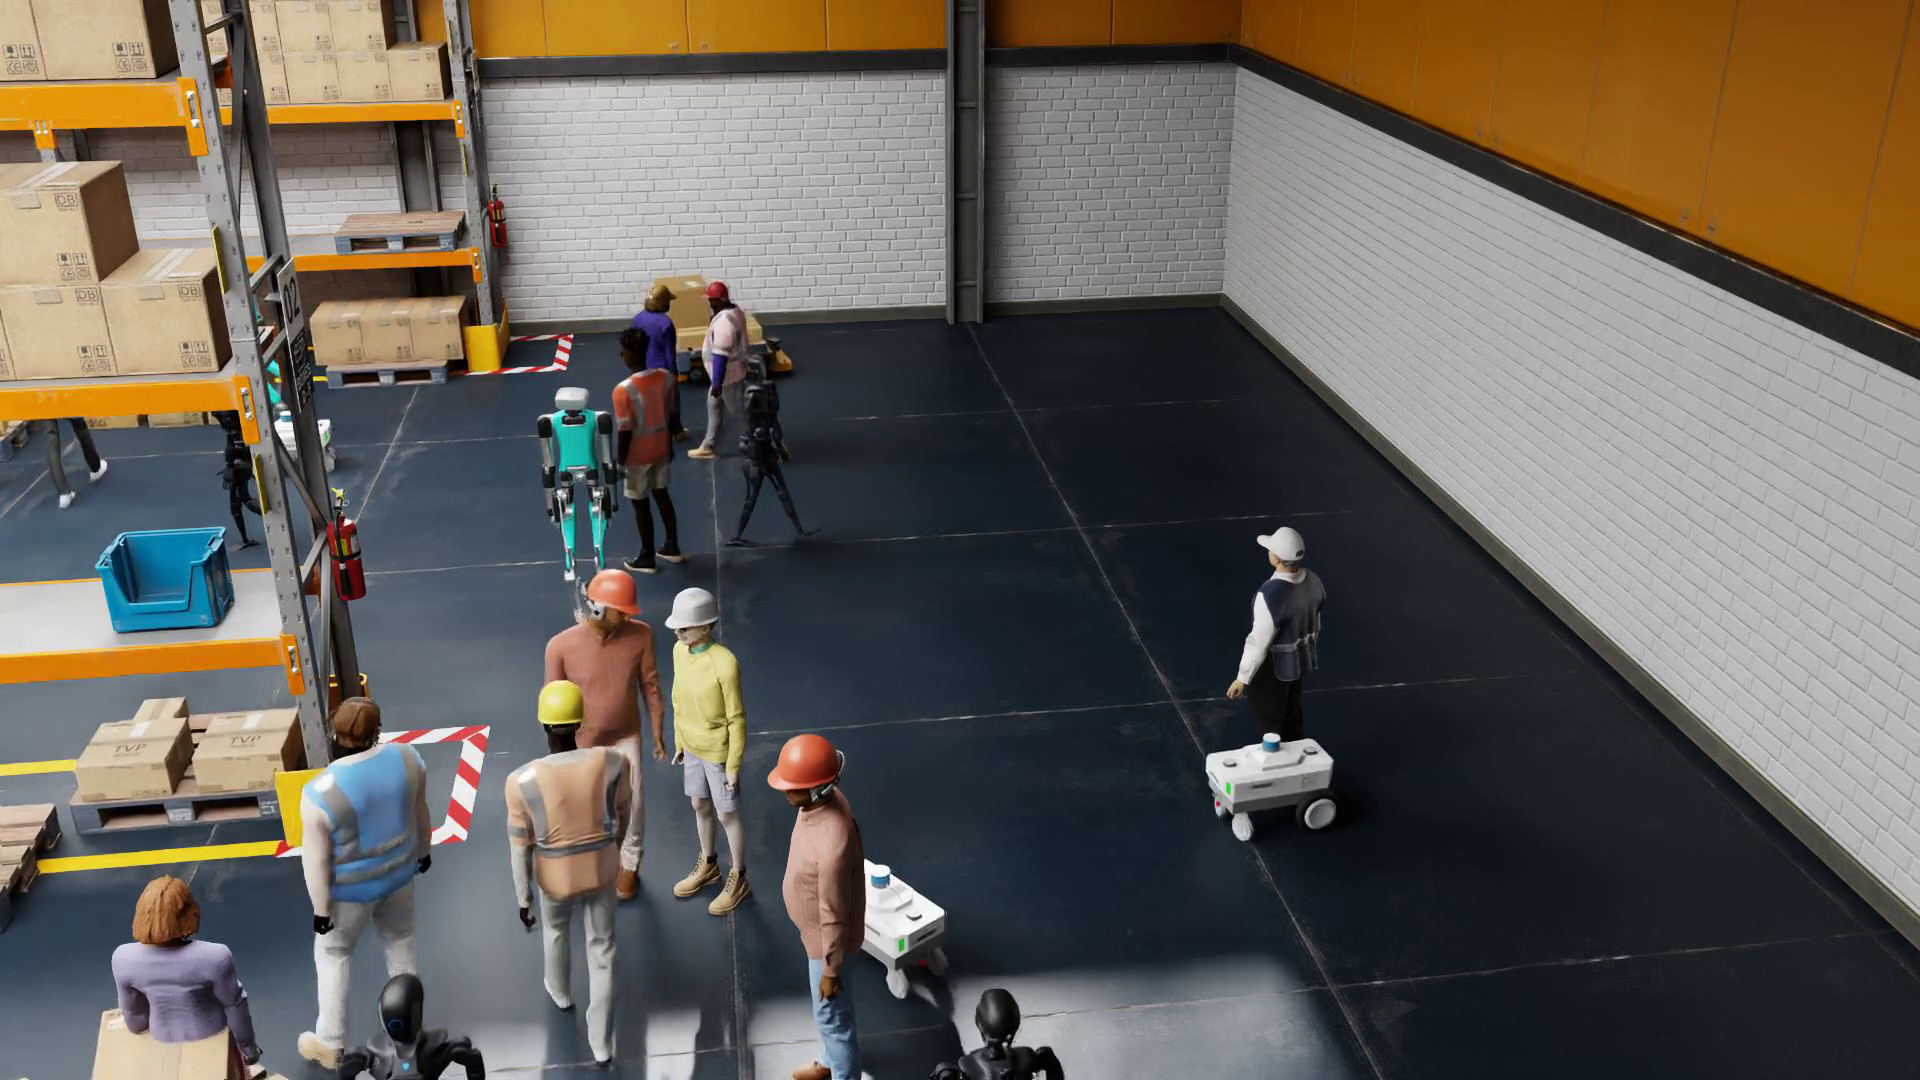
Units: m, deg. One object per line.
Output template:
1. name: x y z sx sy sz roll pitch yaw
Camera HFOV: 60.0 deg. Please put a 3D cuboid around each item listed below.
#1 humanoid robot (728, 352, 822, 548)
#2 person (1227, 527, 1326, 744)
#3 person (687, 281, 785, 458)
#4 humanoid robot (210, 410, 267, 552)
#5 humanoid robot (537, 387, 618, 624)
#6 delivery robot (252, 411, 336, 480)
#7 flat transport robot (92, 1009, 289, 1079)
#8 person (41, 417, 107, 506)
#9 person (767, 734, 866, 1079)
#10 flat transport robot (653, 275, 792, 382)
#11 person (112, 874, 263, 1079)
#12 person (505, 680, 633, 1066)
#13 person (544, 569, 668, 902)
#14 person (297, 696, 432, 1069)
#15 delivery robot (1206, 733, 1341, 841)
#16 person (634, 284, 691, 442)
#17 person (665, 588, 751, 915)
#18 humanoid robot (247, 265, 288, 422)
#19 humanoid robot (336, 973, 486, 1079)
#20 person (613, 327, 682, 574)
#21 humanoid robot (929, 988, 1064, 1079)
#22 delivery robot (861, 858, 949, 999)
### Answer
1. humanoid robot: -1.530 -0.695 13.267 0.753 1.624 0.588 7 25 15
2. person: 1.892 0.743 9.849 0.749 1.758 0.426 -22 32 -40
3. person: -2.049 -1.508 15.046 0.891 1.709 0.620 1 24 2
4. humanoid robot: -5.731 -0.698 13.266 0.497 1.640 0.611 -6 24 -13
5. humanoid robot: -2.711 -0.194 11.920 0.530 1.724 0.691 -4 24 -10
6. delivery robot: -6.066 -0.855 15.012 0.811 0.614 0.499 -7 25 -15
7. flat transport robot: -3.453 2.801 7.016 1.431 0.231 0.659 13 27 27
8. person: -7.785 -1.272 14.369 0.533 1.822 0.932 -5 24 -10
9. person: -0.612 1.724 7.342 0.402 1.986 0.617 -4 24 -9
10. flat transport robot: -2.569 -1.922 17.774 1.431 0.231 0.659 -8 25 -17
11. person: -3.167 2.103 6.905 0.503 1.632 0.282 -1 24 -2
12. person: -1.834 1.520 7.914 0.587 1.889 0.856 -8 25 -17
13. person: -1.901 1.053 8.926 0.630 1.953 0.432 -13 27 -27
14. person: -2.802 1.594 7.854 0.432 1.812 0.743 17 29 34
15. delivery robot: 1.845 1.420 9.810 0.770 0.599 0.505 -6 24 -14
16. person: -2.832 -1.576 15.347 0.478 1.579 0.810 12 27 26
17. person: -1.337 1.108 8.857 0.489 1.889 0.384 18 29 35
18. humanoid robot: -6.376 -1.682 15.422 0.760 1.788 0.546 4 24 8
19. humanoid robot: -2.036 2.356 6.267 0.591 1.644 0.374 -5 24 -12
20. person: -2.437 -0.691 12.864 0.366 1.963 0.614 14 27 28
21. humanoid robot: 0.123 2.411 6.174 0.599 1.641 0.571 -6 24 -13
22. delivery robot: -0.427 1.954 8.610 0.499 0.612 0.796 -21 31 -39
